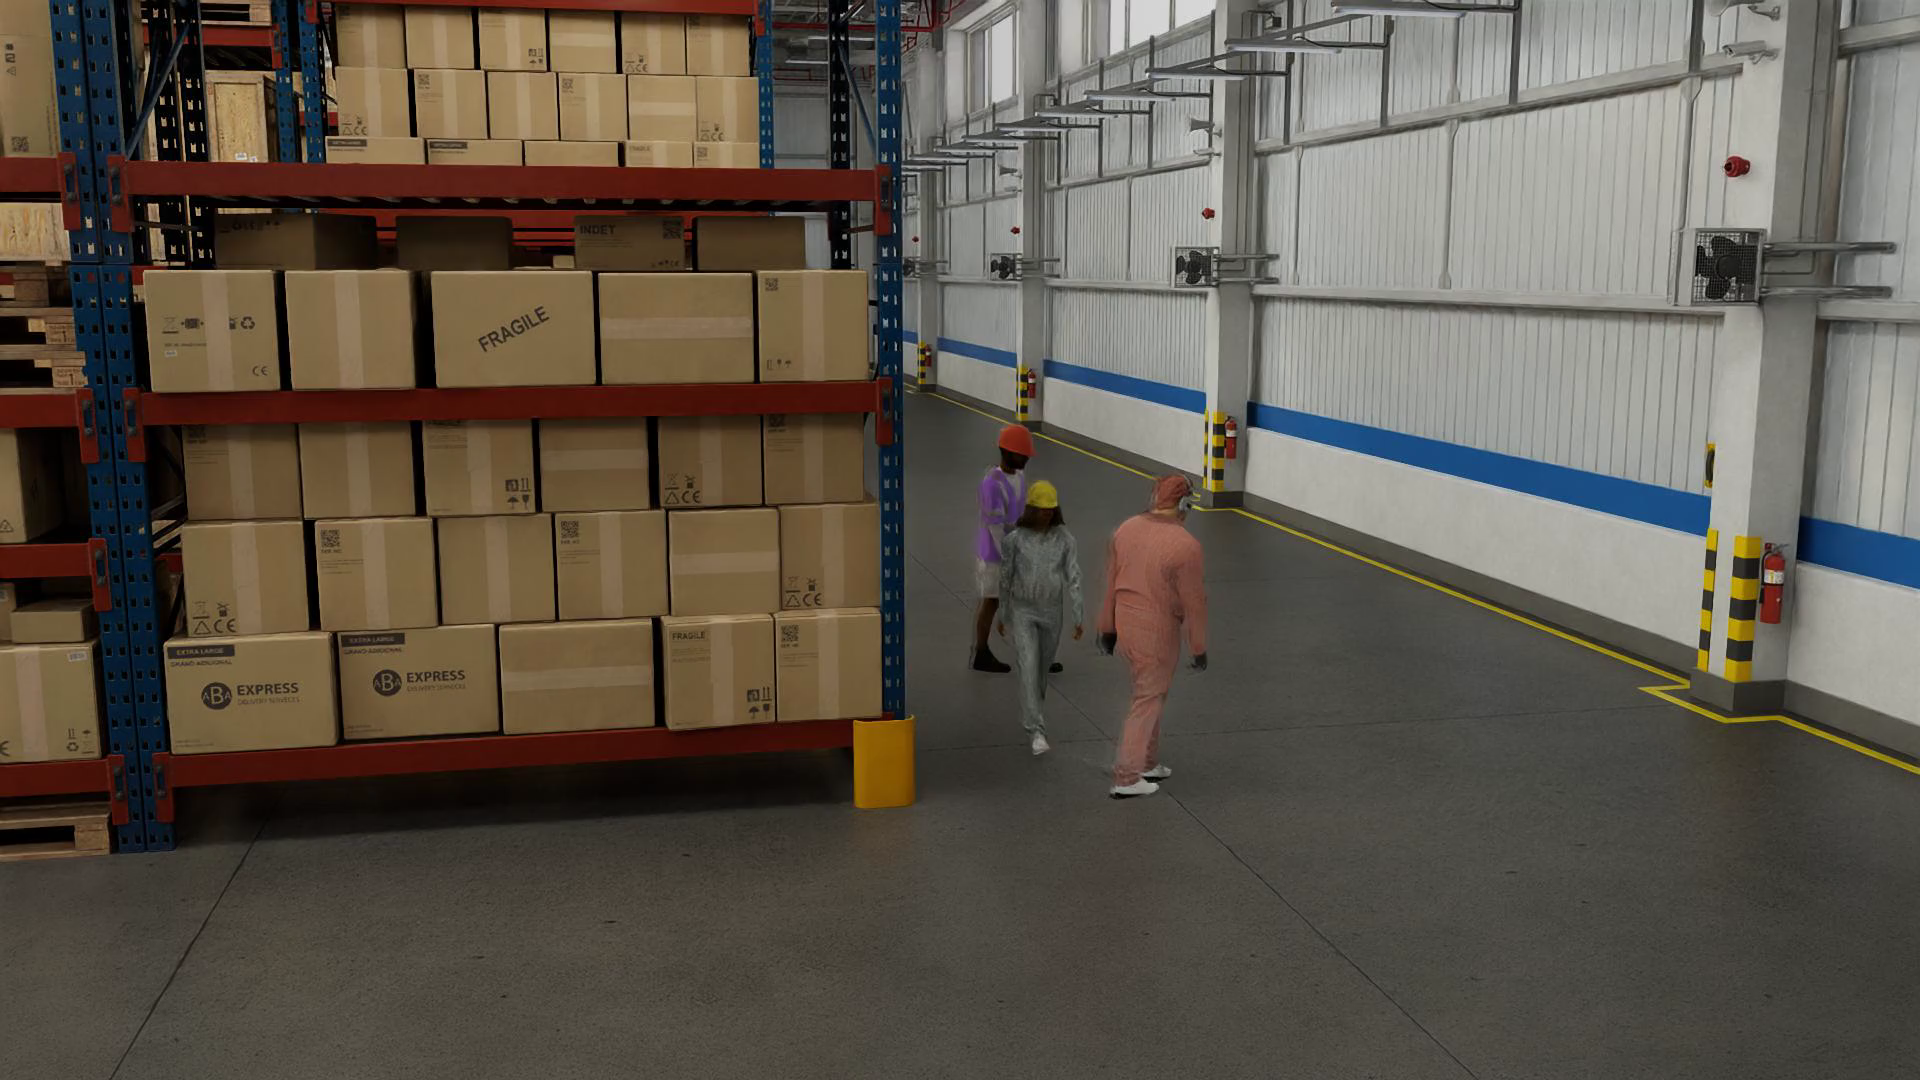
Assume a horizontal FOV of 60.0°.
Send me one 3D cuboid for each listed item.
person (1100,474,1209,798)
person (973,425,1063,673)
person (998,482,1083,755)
[{"bbox_3d":[1.158,0.550,9.529,0.677,1.864,0.670,-6,11,-34],"label":"person"},{"bbox_3d":[0.398,0.096,12.245,0.814,1.889,0.580,6,11,33],"label":"person"},{"bbox_3d":[0.507,0.474,10.483,0.503,1.697,0.887,-2,9,-11],"label":"person"}]
